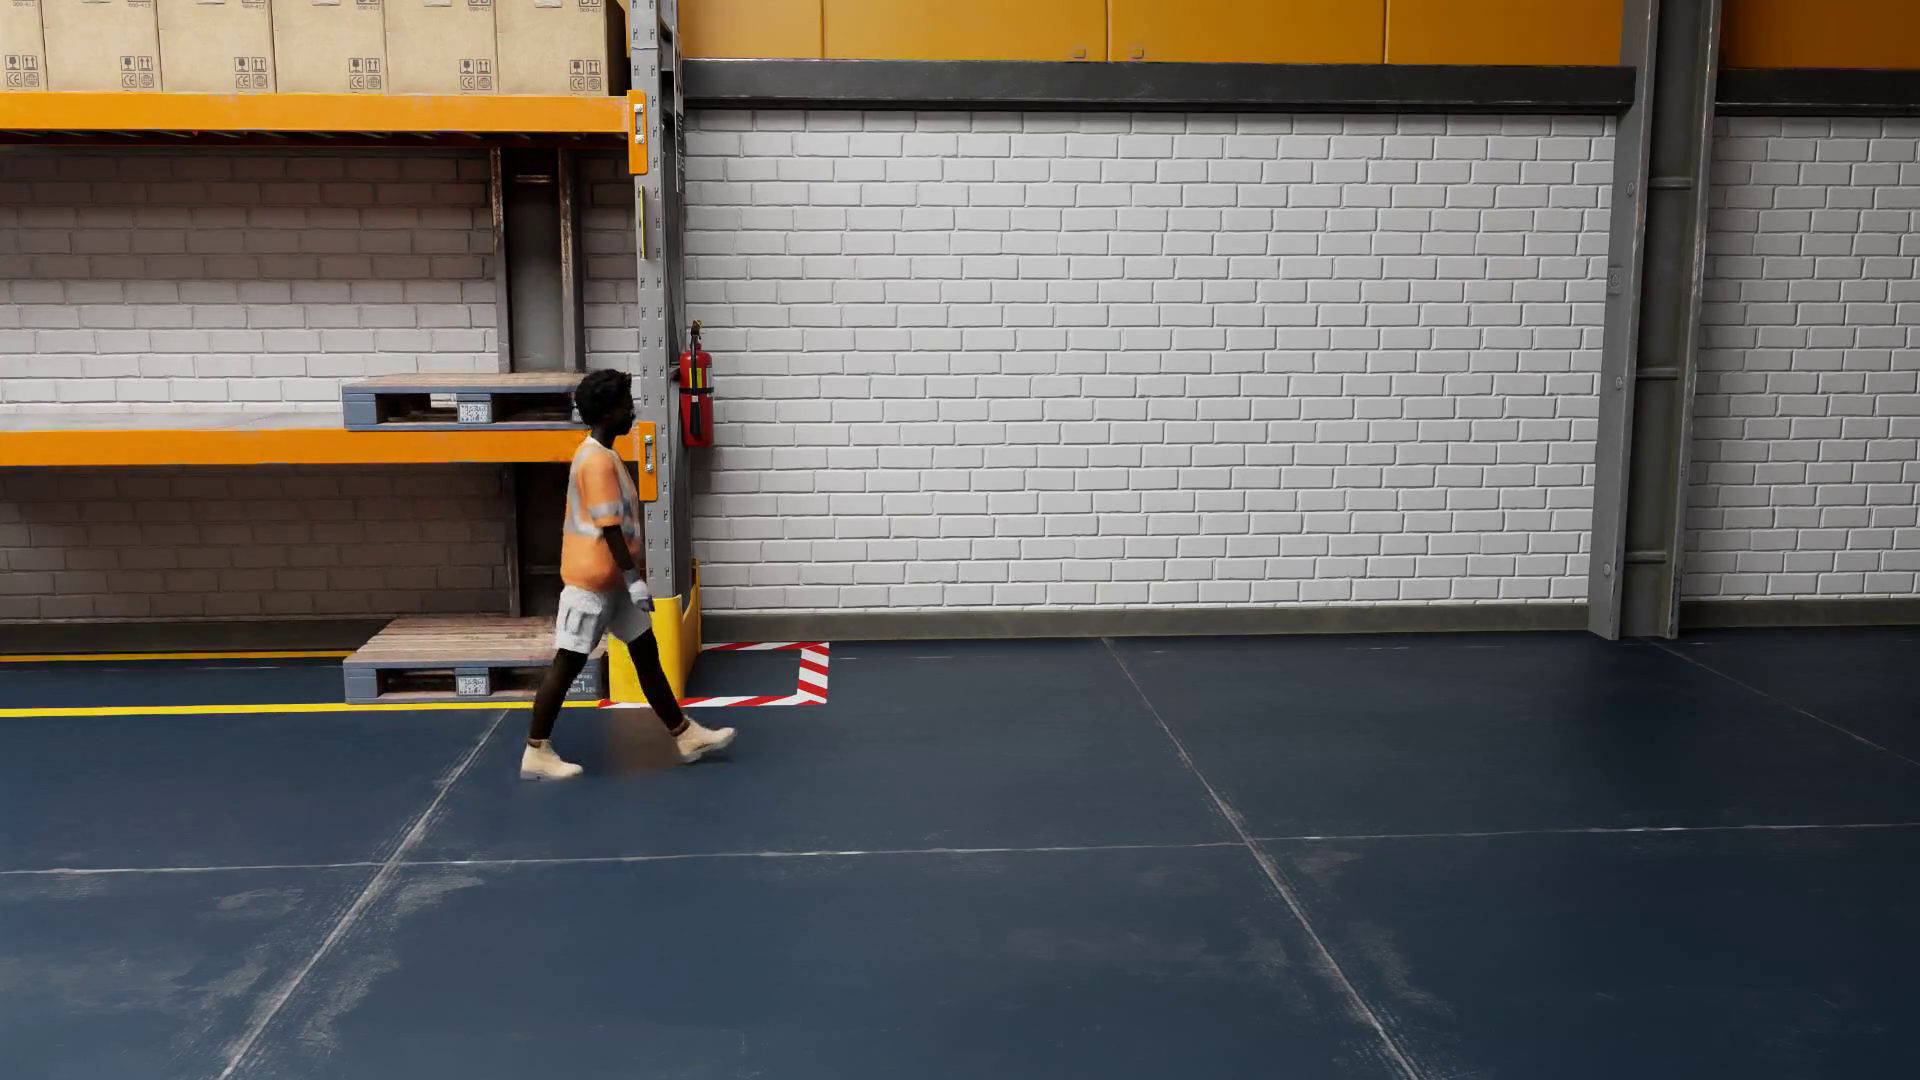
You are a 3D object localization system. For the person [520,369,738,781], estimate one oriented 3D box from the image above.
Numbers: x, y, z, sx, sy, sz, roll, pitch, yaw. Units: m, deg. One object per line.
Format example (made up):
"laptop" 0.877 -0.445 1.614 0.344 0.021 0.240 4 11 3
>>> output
"person" -1.372 0.145 6.651 0.880 1.647 0.540 -1 9 -5
